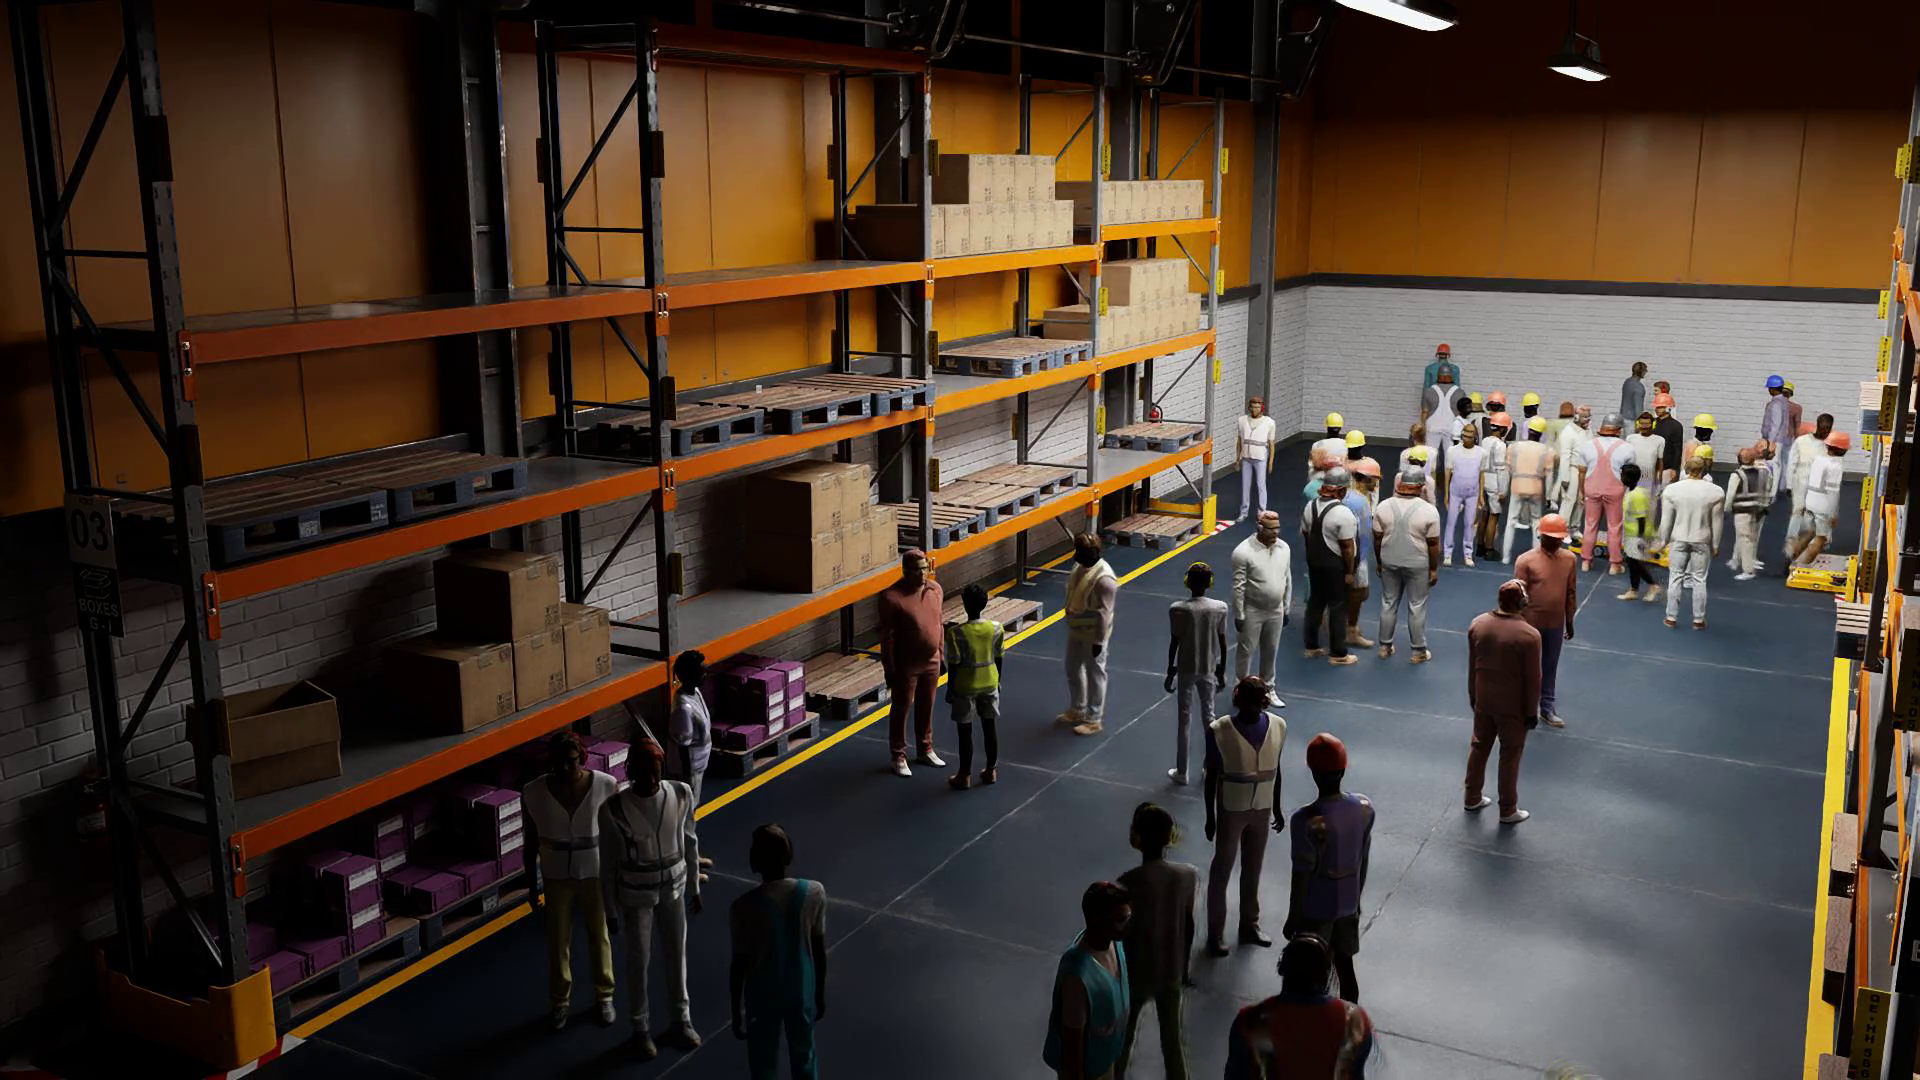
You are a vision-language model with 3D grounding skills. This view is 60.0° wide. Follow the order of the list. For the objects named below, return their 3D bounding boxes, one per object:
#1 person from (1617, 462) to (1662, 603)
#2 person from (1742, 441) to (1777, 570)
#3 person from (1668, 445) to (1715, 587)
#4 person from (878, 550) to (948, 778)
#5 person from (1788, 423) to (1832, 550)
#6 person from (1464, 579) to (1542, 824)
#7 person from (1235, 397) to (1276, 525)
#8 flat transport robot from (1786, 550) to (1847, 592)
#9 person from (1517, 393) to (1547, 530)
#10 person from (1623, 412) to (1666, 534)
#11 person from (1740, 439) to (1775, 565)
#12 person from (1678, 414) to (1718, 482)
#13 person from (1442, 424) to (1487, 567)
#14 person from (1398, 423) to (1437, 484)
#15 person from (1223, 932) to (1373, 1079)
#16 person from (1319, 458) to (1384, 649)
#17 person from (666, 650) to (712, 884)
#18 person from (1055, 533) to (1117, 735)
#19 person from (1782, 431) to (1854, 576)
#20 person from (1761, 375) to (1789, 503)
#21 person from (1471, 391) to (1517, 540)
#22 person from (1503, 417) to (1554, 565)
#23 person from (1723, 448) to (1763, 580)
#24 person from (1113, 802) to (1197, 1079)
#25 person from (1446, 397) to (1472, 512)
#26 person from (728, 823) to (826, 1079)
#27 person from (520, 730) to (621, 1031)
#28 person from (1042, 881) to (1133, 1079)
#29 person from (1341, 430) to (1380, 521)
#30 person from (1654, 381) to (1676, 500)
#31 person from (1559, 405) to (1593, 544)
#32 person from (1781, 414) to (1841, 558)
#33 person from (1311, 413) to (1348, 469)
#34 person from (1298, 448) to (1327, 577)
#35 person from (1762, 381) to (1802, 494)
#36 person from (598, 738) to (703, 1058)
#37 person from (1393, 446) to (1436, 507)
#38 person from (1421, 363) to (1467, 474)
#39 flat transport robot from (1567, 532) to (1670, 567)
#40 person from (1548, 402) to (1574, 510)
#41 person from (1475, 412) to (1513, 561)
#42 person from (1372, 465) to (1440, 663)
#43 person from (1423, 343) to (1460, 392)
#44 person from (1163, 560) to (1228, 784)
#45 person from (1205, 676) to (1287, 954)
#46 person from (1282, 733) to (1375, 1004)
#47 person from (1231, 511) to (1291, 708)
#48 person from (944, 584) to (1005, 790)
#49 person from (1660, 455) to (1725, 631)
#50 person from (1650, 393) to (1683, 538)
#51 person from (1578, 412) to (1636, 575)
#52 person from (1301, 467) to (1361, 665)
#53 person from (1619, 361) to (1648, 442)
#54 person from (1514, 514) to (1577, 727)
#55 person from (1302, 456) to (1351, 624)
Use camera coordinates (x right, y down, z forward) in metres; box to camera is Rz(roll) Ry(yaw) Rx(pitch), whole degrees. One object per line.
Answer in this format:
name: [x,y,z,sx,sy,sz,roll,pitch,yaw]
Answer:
person: [7.865,-0.076,19.297,0.503,1.665,0.555,2,13,8]
person: [10.086,-0.442,21.017,0.318,1.631,0.518,5,13,20]
person: [8.890,-0.294,20.128,0.350,1.735,0.488,-5,13,-20]
person: [-0.362,1.012,13.883,0.654,1.906,0.408,-10,16,-38]
person: [11.324,-0.717,22.099,0.599,1.697,0.711,9,16,36]
person: [4.231,1.234,12.921,0.398,1.900,0.643,-9,15,-34]
person: [4.205,-1.136,23.665,0.564,1.837,0.385,8,15,33]
flat transport robot: [10.576,0.372,20.439,0.652,0.197,1.431,7,14,29]
person: [7.992,-1.106,23.362,0.397,1.912,0.591,11,17,41]
person: [8.989,-0.767,21.928,0.538,1.869,0.312,6,14,26]
person: [10.142,-0.483,21.195,0.324,1.631,0.524,-2,13,-10]
person: [9.485,-0.681,21.450,0.399,1.919,0.582,8,15,33]
person: [6.399,-0.568,21.107,0.506,1.841,0.344,2,13,7]
person: [5.748,-0.579,21.165,0.529,1.830,0.459,-4,13,-17]
person: [1.427,2.550,7.227,0.641,1.804,0.727,0,13,2]
person: [4.149,0.145,17.522,0.501,2.012,0.641,5,14,22]
person: [-1.916,1.592,11.780,0.321,1.691,0.536,-1,13,-3]
person: [1.145,0.830,14.877,0.429,1.832,0.643,-6,14,-25]
person: [10.493,-0.404,20.254,0.502,1.894,0.593,-1,13,-4]
person: [12.301,-1.526,25.172,0.401,1.938,0.602,8,15,32]
person: [7.240,-1.014,22.685,0.613,2.031,0.403,4,13,19]
person: [7.238,-0.618,21.202,0.595,1.902,0.482,6,14,27]
person: [9.721,-0.331,20.610,0.553,1.600,0.692,-7,14,-29]
person: [0.973,2.224,8.646,0.535,1.820,0.904,-5,13,-20]
person: [7.388,-1.272,24.580,0.321,1.695,0.537,8,15,32]
person: [-0.906,2.295,8.301,0.509,1.838,0.338,-6,14,-24]
person: [-2.258,1.972,9.754,0.566,1.837,0.391,-3,13,-13]
person: [0.590,2.431,7.696,0.394,1.836,0.561,5,14,22]
person: [4.731,-0.374,20.042,0.595,1.923,0.373,8,15,30]
person: [10.729,-1.511,25.368,0.417,1.828,0.561,5,14,22]
person: [8.313,-0.887,22.424,0.653,1.895,0.401,-11,17,-40]
person: [11.049,-0.696,21.551,0.631,1.897,0.508,1,13,6]
person: [4.775,-0.673,21.379,0.595,1.924,0.377,0,13,-2]
person: [4.393,-0.334,20.545,0.338,1.617,0.494,-4,13,-17]
person: [12.786,-1.598,25.912,0.534,1.755,0.341,7,14,27]
person: [-1.751,2.018,9.450,0.588,1.878,0.371,-8,15,-32]
person: [5.413,-0.245,19.825,0.533,1.767,0.313,11,16,39]
person: [7.539,-1.759,25.984,0.677,2.000,0.535,3,13,13]
flat transport robot: [8.740,0.106,21.632,1.431,0.197,0.652,12,17,43]
person: [9.011,-1.265,24.804,0.898,1.584,0.503,-11,17,-40]
person: [6.907,-0.695,21.489,0.389,1.925,0.550,-2,13,-9]
person: [4.606,0.229,17.085,0.688,2.000,0.536,9,15,34]
person: [8.435,-2.454,29.199,0.622,1.992,0.397,2,13,10]
person: [1.932,1.083,13.644,0.531,1.870,0.317,-2,13,-8]
person: [1.829,1.747,10.745,0.568,1.836,0.389,-5,13,-21]
person: [2.032,2.021,9.306,0.545,1.933,0.376,-6,14,-27]
person: [2.824,0.657,15.496,0.646,1.901,0.400,-6,14,-25]
person: [0.115,1.192,13.548,0.541,1.696,0.316,-7,14,-28]
person: [7.993,0.032,18.208,0.627,1.935,0.371,5,14,23]
person: [9.589,-1.026,22.805,0.389,1.992,0.625,-5,13,-20]
person: [8.089,-0.601,20.800,0.683,2.000,0.536,9,15,35]
person: [3.811,0.249,16.996,0.590,2.000,0.690,-7,14,-28]
person: [10.942,-1.948,27.100,0.381,1.931,0.628,0,13,2]
person: [5.261,0.728,14.982,0.614,1.987,0.408,-3,13,-13]
person: [4.081,0.012,18.388,0.399,1.900,0.646,-11,17,-41]
